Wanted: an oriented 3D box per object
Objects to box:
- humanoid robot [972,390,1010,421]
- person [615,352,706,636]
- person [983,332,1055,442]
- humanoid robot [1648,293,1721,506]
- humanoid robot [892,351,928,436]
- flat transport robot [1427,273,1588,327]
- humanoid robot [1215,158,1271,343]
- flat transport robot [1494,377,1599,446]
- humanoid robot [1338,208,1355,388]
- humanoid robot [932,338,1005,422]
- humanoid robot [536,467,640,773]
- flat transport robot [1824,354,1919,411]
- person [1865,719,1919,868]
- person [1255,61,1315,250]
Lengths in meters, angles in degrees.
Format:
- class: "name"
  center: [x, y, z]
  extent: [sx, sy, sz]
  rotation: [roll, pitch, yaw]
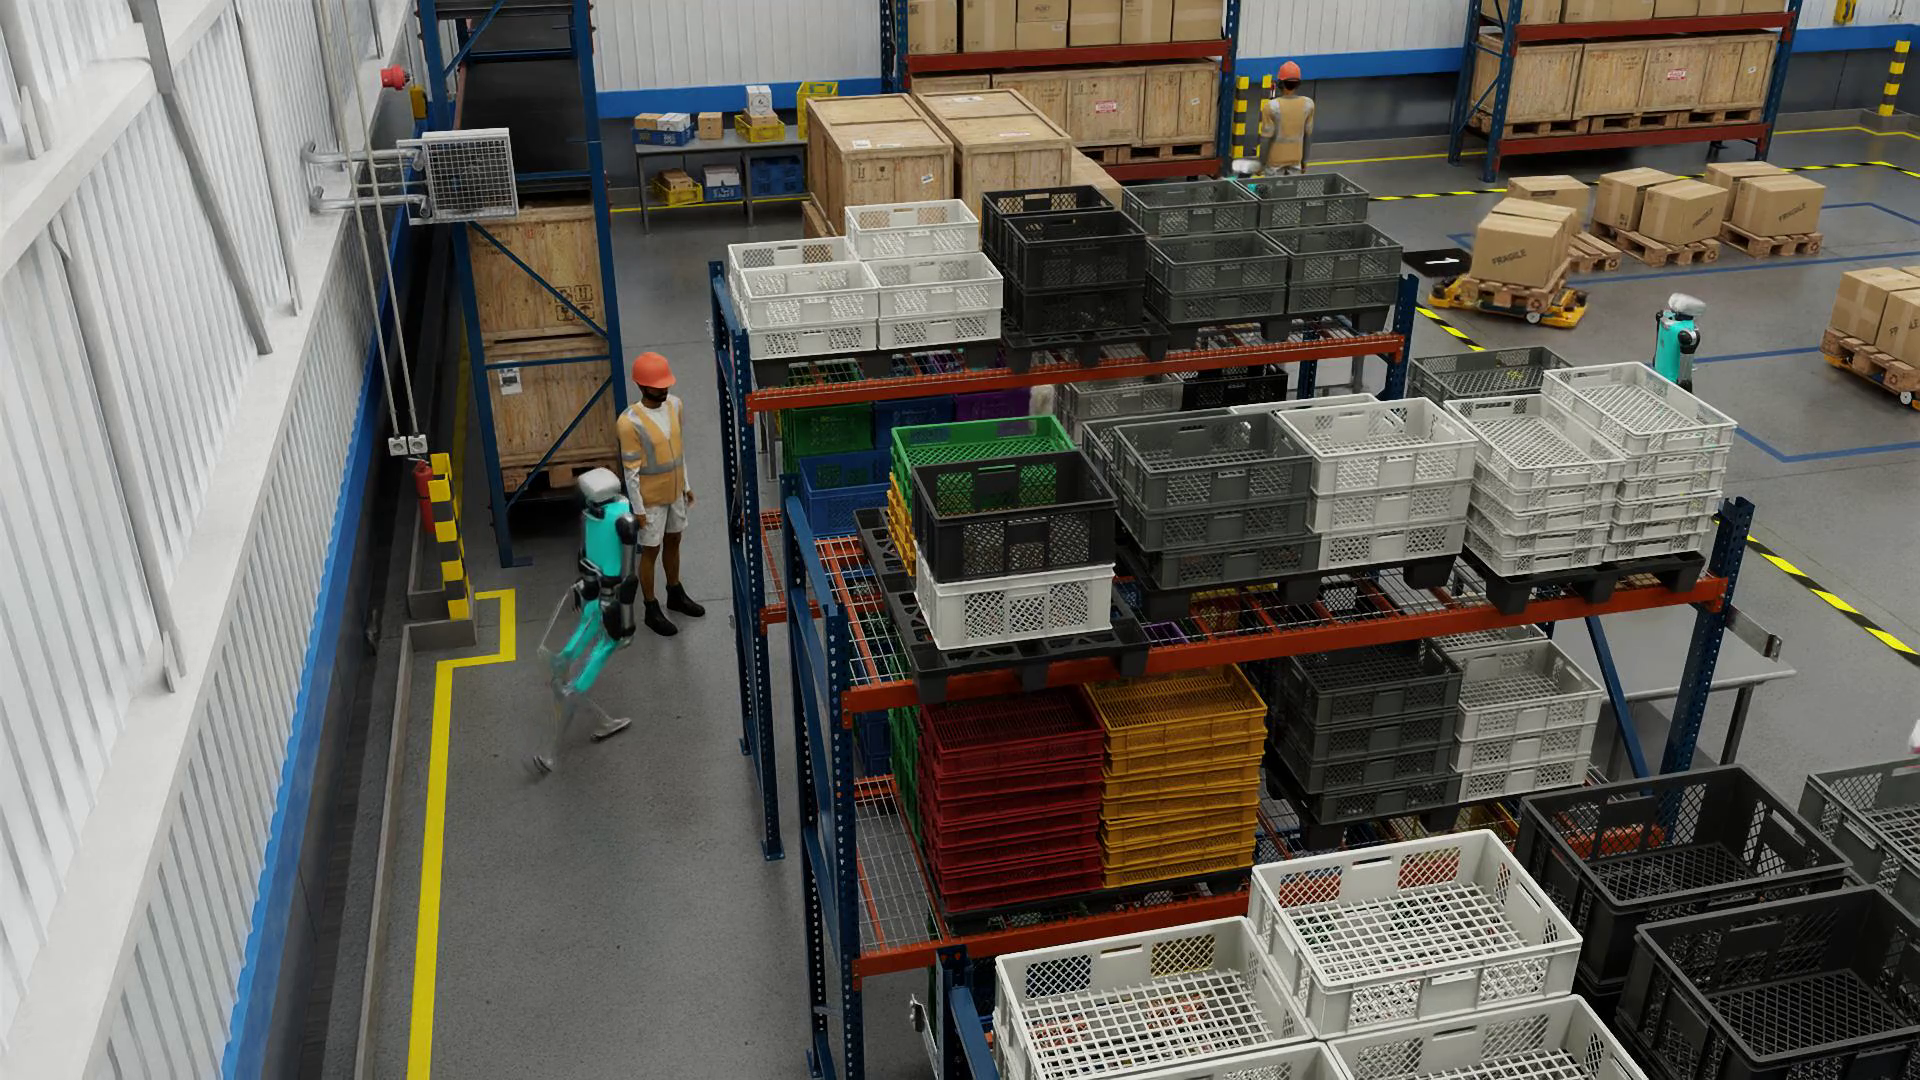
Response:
- class: "humanoid robot"
  center: [0.239, -0.331, 11.156]
  extent: [0.590, 1.657, 0.341]
  rotation: [23, 35, 36]
- class: "person"
  center: [-1.946, -0.314, 10.853]
  extent: [0.351, 1.938, 0.543]
  rotation: [16, 32, 28]
- class: "person"
  center: [0.402, -0.559, 11.430]
  extent: [0.504, 1.835, 0.347]
  rotation: [6, 28, 12]
- class: "humanoid robot"
  center: [5.404, -1.007, 12.235]
  extent: [0.735, 1.681, 0.533]
  rotation: [-1, 28, -2]
- class: "humanoid robot"
  center: [-0.090, -0.476, 11.448]
  extent: [0.705, 1.848, 0.555]
  rotation: [-7, 29, -12]
- class: "flat transport robot"
  center: [5.476, -2.424, 16.616]
  extent: [1.431, 0.197, 0.652]
  rotation: [14, 31, 25]
- class: "humanoid robot"
  center: [2.764, -2.753, 15.788]
  extent: [0.537, 1.865, 0.797]
  rotation: [18, 33, 30]
- class: "flat transport robot"
  center: [4.780, -1.036, 14.013]
  extent: [0.659, 0.231, 1.431]
  rotation: [-6, 28, -12]
- class: "humanoid robot"
  center: [3.329, -2.129, 14.573]
  extent: [0.449, 1.644, 0.609]
  rotation: [17, 32, 29]
- class: "humanoid robot"
  center: [-0.086, -0.949, 12.343]
  extent: [1.054, 1.782, 0.531]
  rotation: [-9, 29, -16]
- class: "humanoid robot"
  center: [-2.219, 0.532, 9.554]
  extent: [0.812, 1.875, 0.554]
  rotation: [-23, 36, -37]
- class: "flat transport robot"
  center: [8.473, -1.467, 14.800]
  extent: [0.652, 0.197, 1.431]
  rotation: [-6, 28, -12]
- class: "person"
  center: [4.653, 1.234, 7.981]
  extent: [0.607, 1.867, 0.828]
  rotation: [-25, 37, -39]
- class: "person"
  center: [3.478, -4.120, 17.963]
  extent: [0.607, 2.044, 0.392]
  rotation: [-8, 29, -14]
